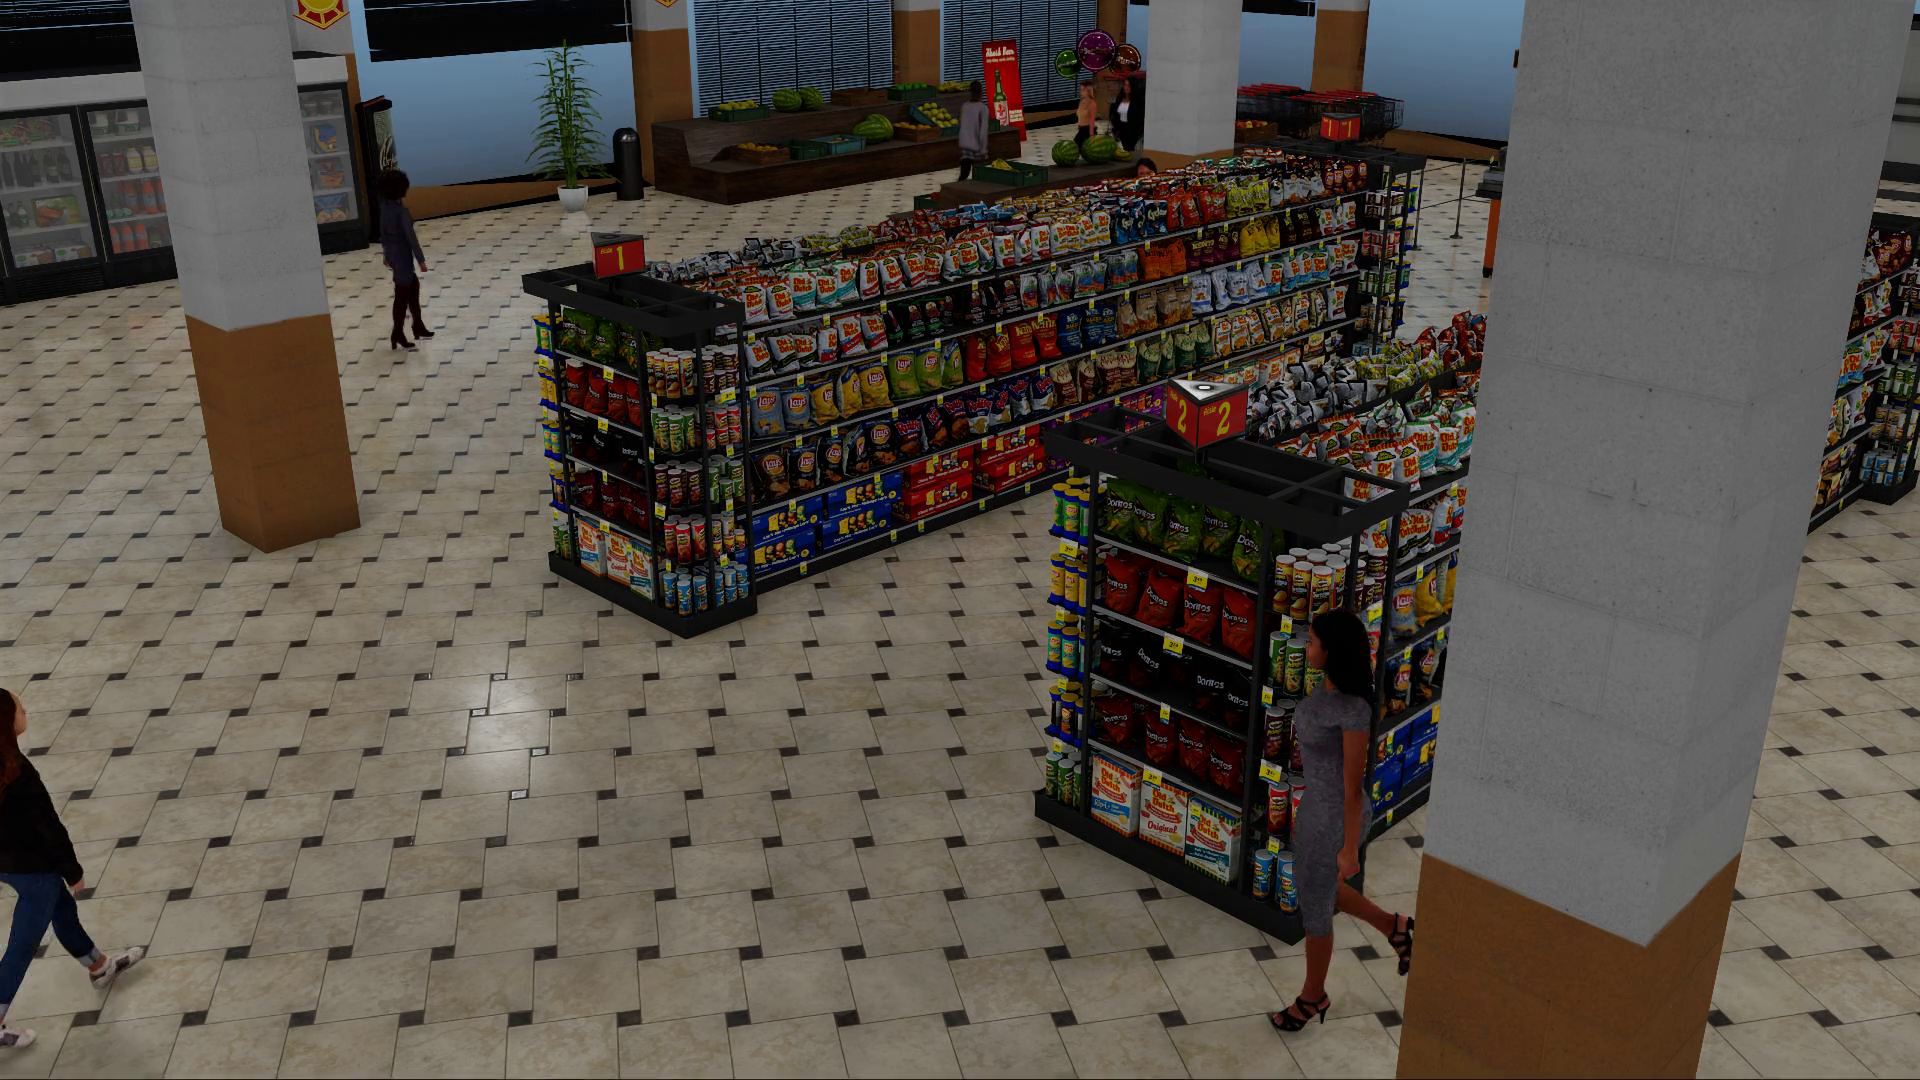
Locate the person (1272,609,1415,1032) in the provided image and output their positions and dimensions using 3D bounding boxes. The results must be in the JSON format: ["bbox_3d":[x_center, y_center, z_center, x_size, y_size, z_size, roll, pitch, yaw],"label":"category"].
[{"bbox_3d":[1.532,1.106,6.487,1.003,1.760,0.916,-4,22,-9],"label":"person"}]

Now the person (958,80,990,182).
[{"bbox_3d":[0.128,-5.196,22.217,0.834,1.726,1.232,13,25,29],"label":"person"}]

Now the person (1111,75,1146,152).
[{"bbox_3d":[2.537,-6.000,24.443,0.756,1.557,1.228,17,27,36],"label":"person"}]

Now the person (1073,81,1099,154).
[{"bbox_3d":[1.873,-5.650,23.536,1.190,1.585,0.821,-12,25,-27],"label":"person"}]

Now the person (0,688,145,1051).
[{"bbox_3d":[-3.677,1.293,6.436,0.731,1.450,1.036,13,25,29],"label":"person"}]

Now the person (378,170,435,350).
[{"bbox_3d":[-5.445,-2.662,15.951,0.618,1.695,0.720,20,29,40],"label":"person"}]
